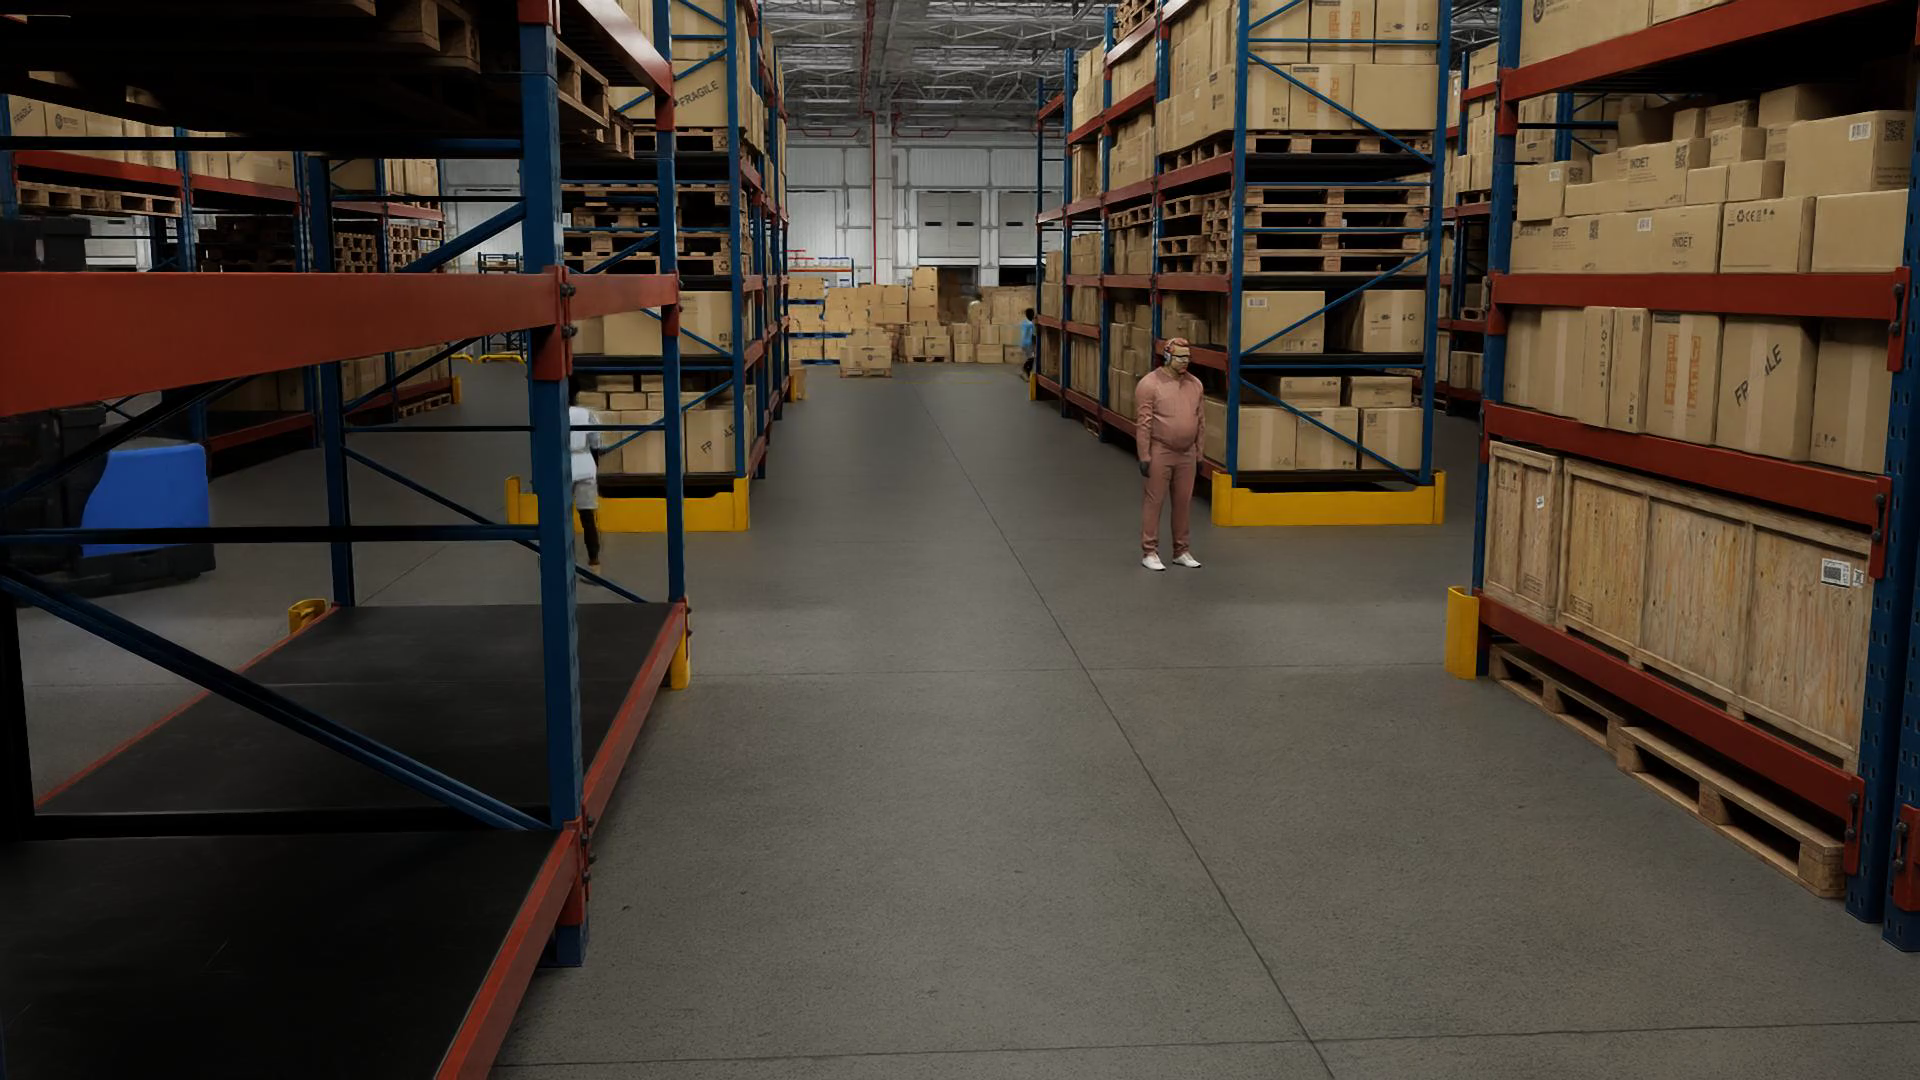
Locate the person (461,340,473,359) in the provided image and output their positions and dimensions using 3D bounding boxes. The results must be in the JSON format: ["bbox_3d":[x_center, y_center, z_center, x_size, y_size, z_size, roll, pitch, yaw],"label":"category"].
[{"bbox_3d":[-14.267,-6.153,47.890,0.355,1.883,0.573,9,12,43],"label":"person"}]

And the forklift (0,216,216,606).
[{"bbox_3d":[-6.837,-1.021,12.544,1.129,2.768,1.873,6,11,35],"label":"forklift"}]

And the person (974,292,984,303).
[{"bbox_3d":[0.469,-6.331,48.913,0.637,1.924,0.634,-3,10,-20],"label":"person"}]

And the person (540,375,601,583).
[{"bbox_3d":[-3.071,-0.495,13.079,0.545,1.647,0.895,-6,11,-35],"label":"person"}]

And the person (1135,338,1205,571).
[{"bbox_3d":[1.741,-0.697,13.602,0.645,1.900,0.401,-4,10,-26],"label":"person"}]

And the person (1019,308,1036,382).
[{"bbox_3d":[1.576,-4.366,37.286,0.373,1.680,0.547,-4,10,-23],"label":"person"}]
